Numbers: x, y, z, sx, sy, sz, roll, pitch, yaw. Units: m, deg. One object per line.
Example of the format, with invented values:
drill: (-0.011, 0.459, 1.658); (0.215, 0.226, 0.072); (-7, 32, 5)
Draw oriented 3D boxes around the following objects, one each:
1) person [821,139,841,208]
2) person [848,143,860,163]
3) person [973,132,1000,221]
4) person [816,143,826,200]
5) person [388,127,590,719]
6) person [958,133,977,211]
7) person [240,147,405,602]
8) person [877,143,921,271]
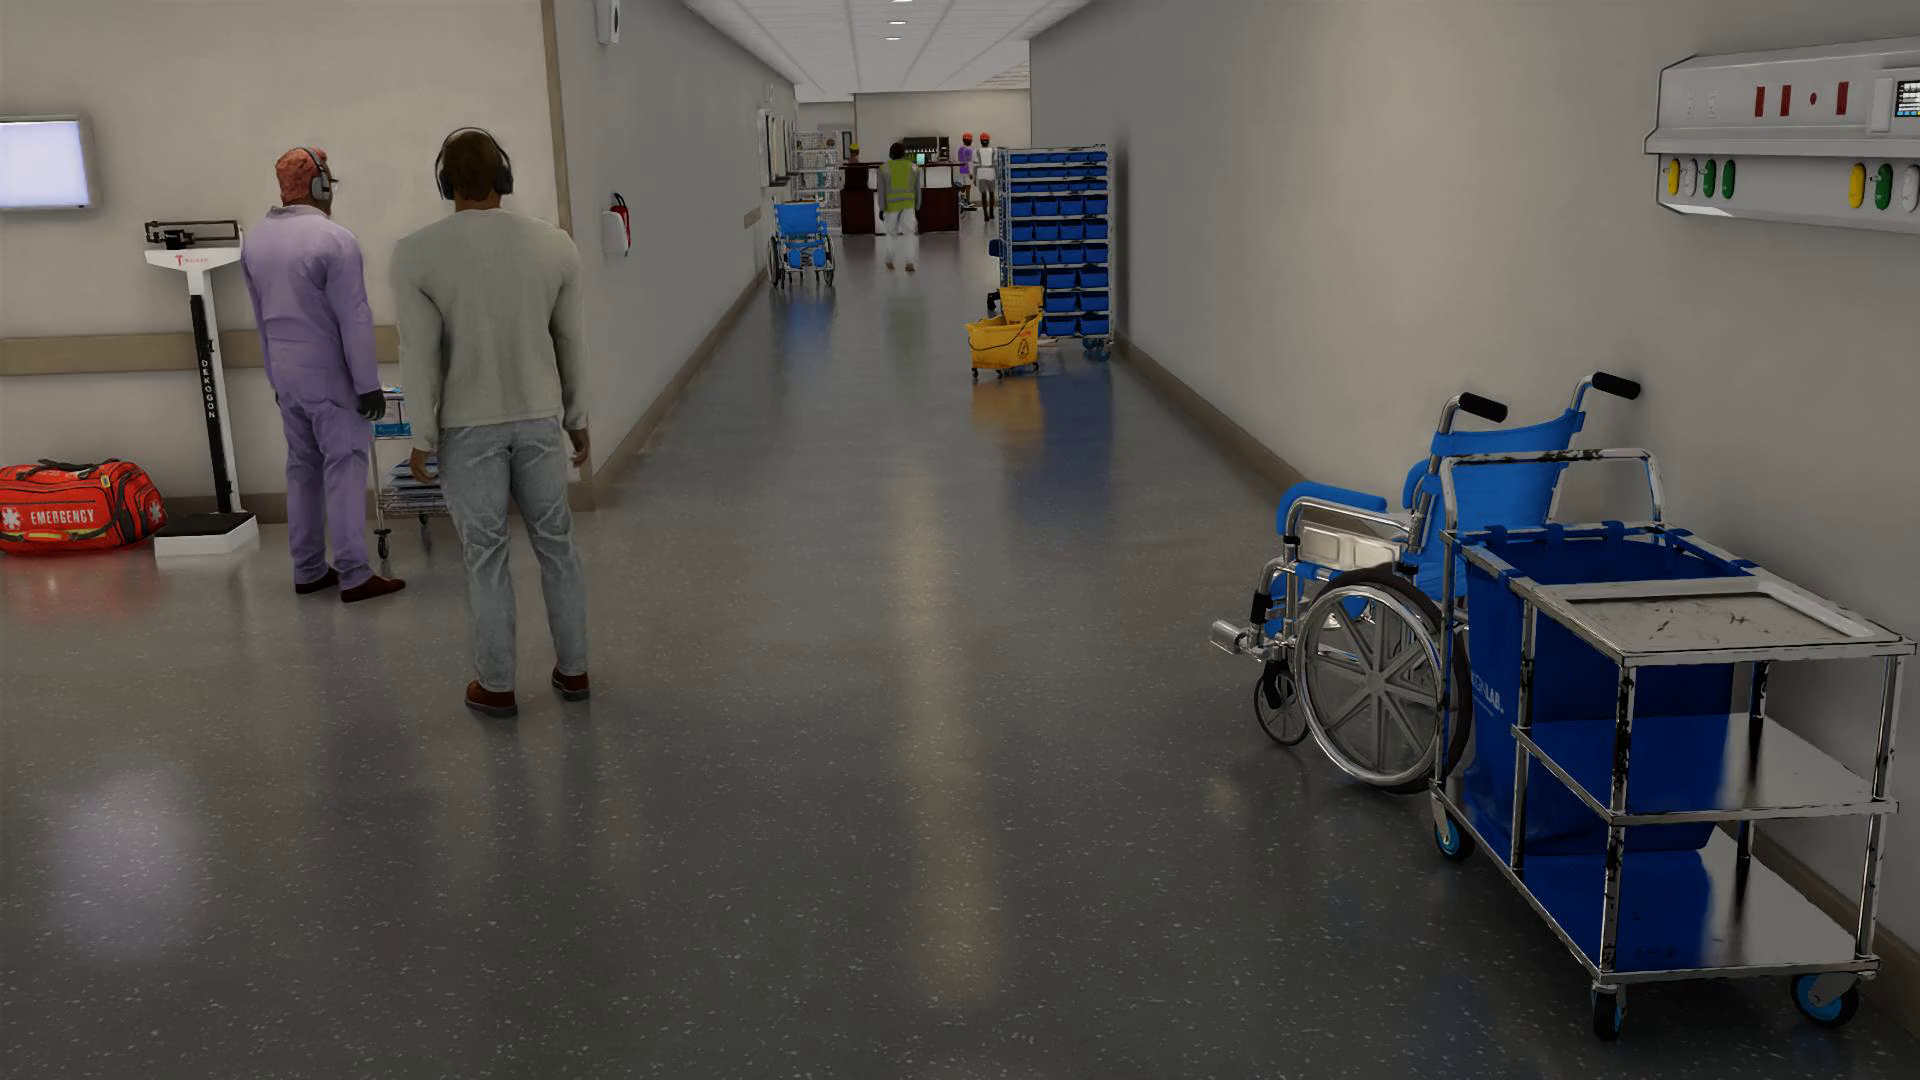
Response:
person: (-3.419, -9.726, 44.292); (0.576, 1.882, 0.355); (-13, 18, -38)
person: (-2.424, -8.326, 38.661); (0.304, 1.772, 0.525); (-7, 15, -22)
person: (0.566, -7.986, 36.591); (0.582, 1.918, 0.610); (-3, 14, -4)
person: (-4.324, -11.571, 52.232); (0.329, 1.764, 0.524); (-10, 16, -31)
person: (-1.520, -0.373, 5.514); (0.633, 1.936, 0.353); (-10, 16, -31)
person: (0.181, -9.246, 41.788); (0.381, 1.931, 0.548); (-9, 15, -27)
person: (-2.679, -0.688, 7.041); (0.650, 1.901, 0.399); (7, 16, 32)
person: (-0.861, -4.740, 23.698); (0.652, 1.789, 0.979); (-4, 14, -11)
